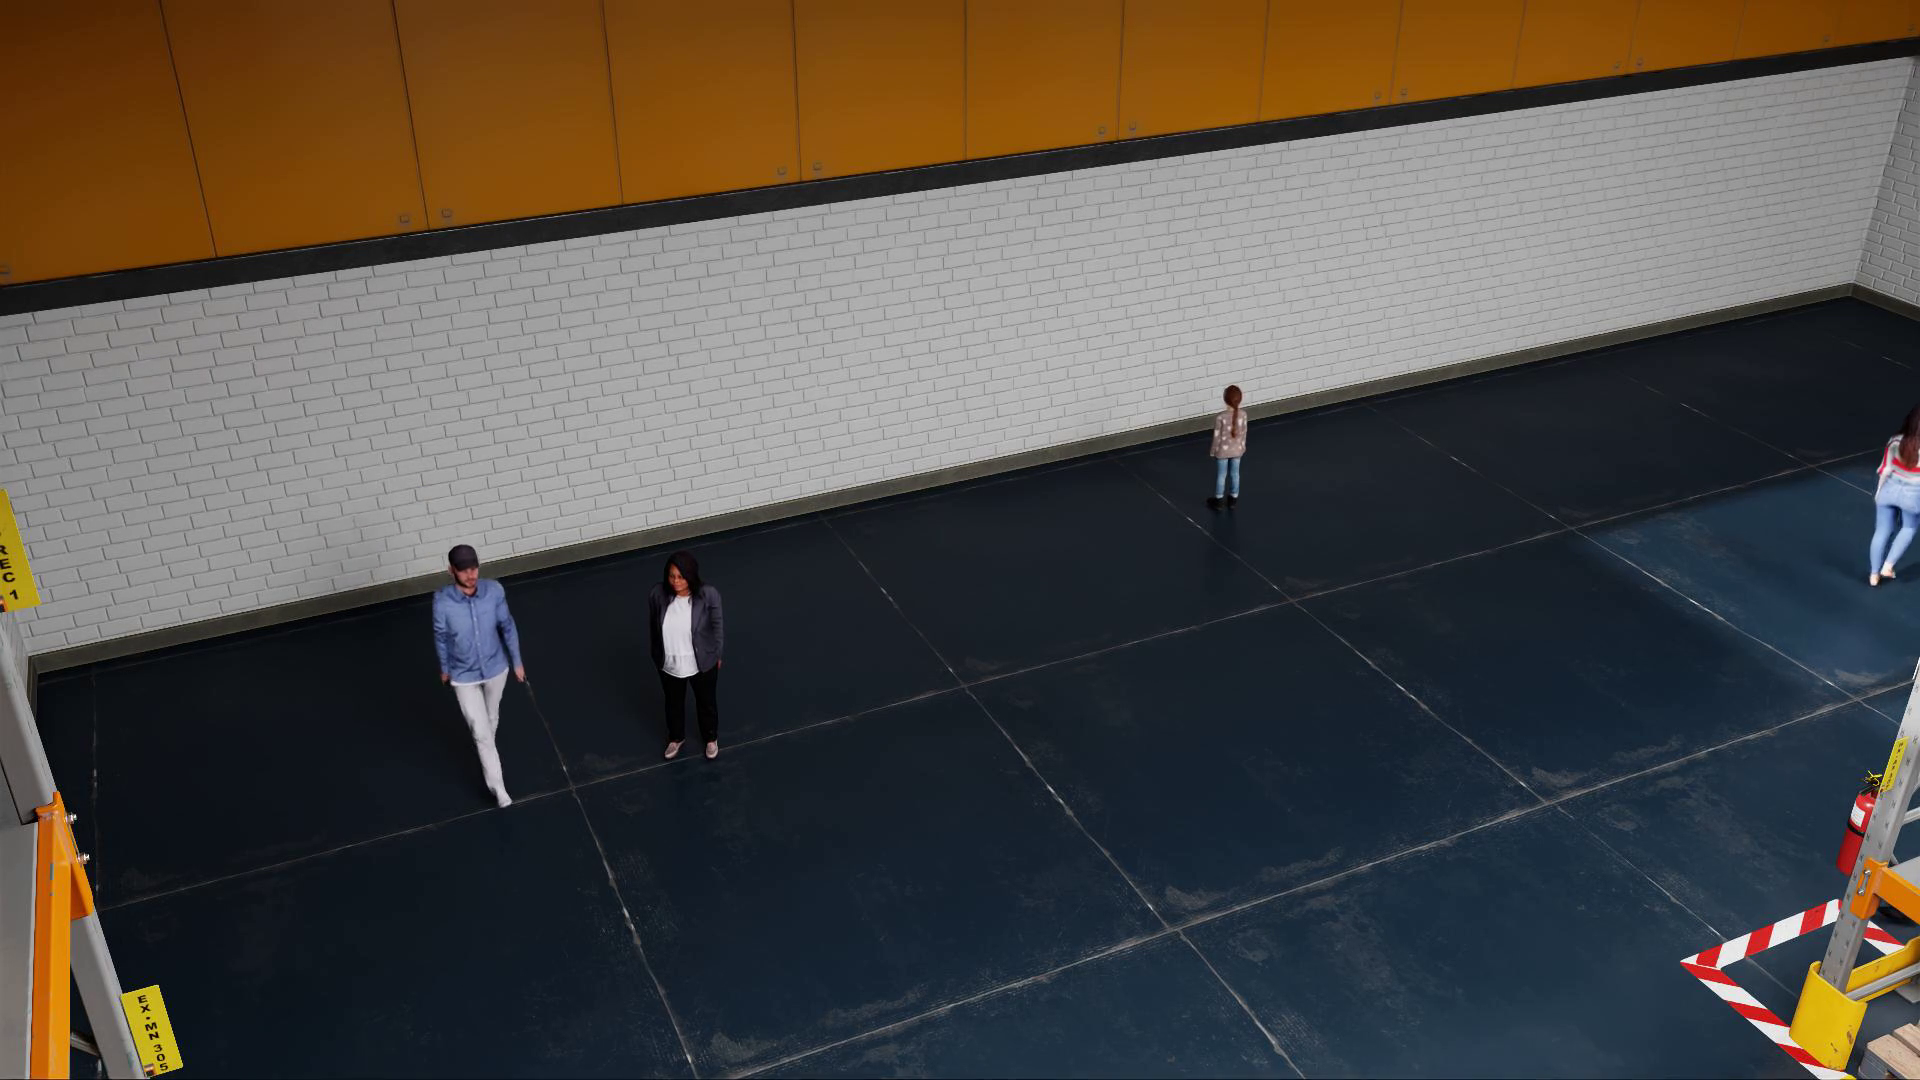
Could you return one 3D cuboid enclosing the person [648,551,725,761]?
[{"bbox_3d":[-1.888,0.802,11.534,0.781,1.597,0.800,0,29,0],"label":"person"}]

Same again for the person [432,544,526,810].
[{"bbox_3d":[-3.272,0.835,11.214,0.752,1.845,1.120,-16,32,-27],"label":"person"}]

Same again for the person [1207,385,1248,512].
[{"bbox_3d":[2.416,-0.825,14.942,0.522,1.190,0.520,-6,29,-11],"label":"person"}]

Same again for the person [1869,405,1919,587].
[{"bbox_3d":[7.682,-0.332,13.605,0.659,1.604,0.766,22,36,35],"label":"person"}]
